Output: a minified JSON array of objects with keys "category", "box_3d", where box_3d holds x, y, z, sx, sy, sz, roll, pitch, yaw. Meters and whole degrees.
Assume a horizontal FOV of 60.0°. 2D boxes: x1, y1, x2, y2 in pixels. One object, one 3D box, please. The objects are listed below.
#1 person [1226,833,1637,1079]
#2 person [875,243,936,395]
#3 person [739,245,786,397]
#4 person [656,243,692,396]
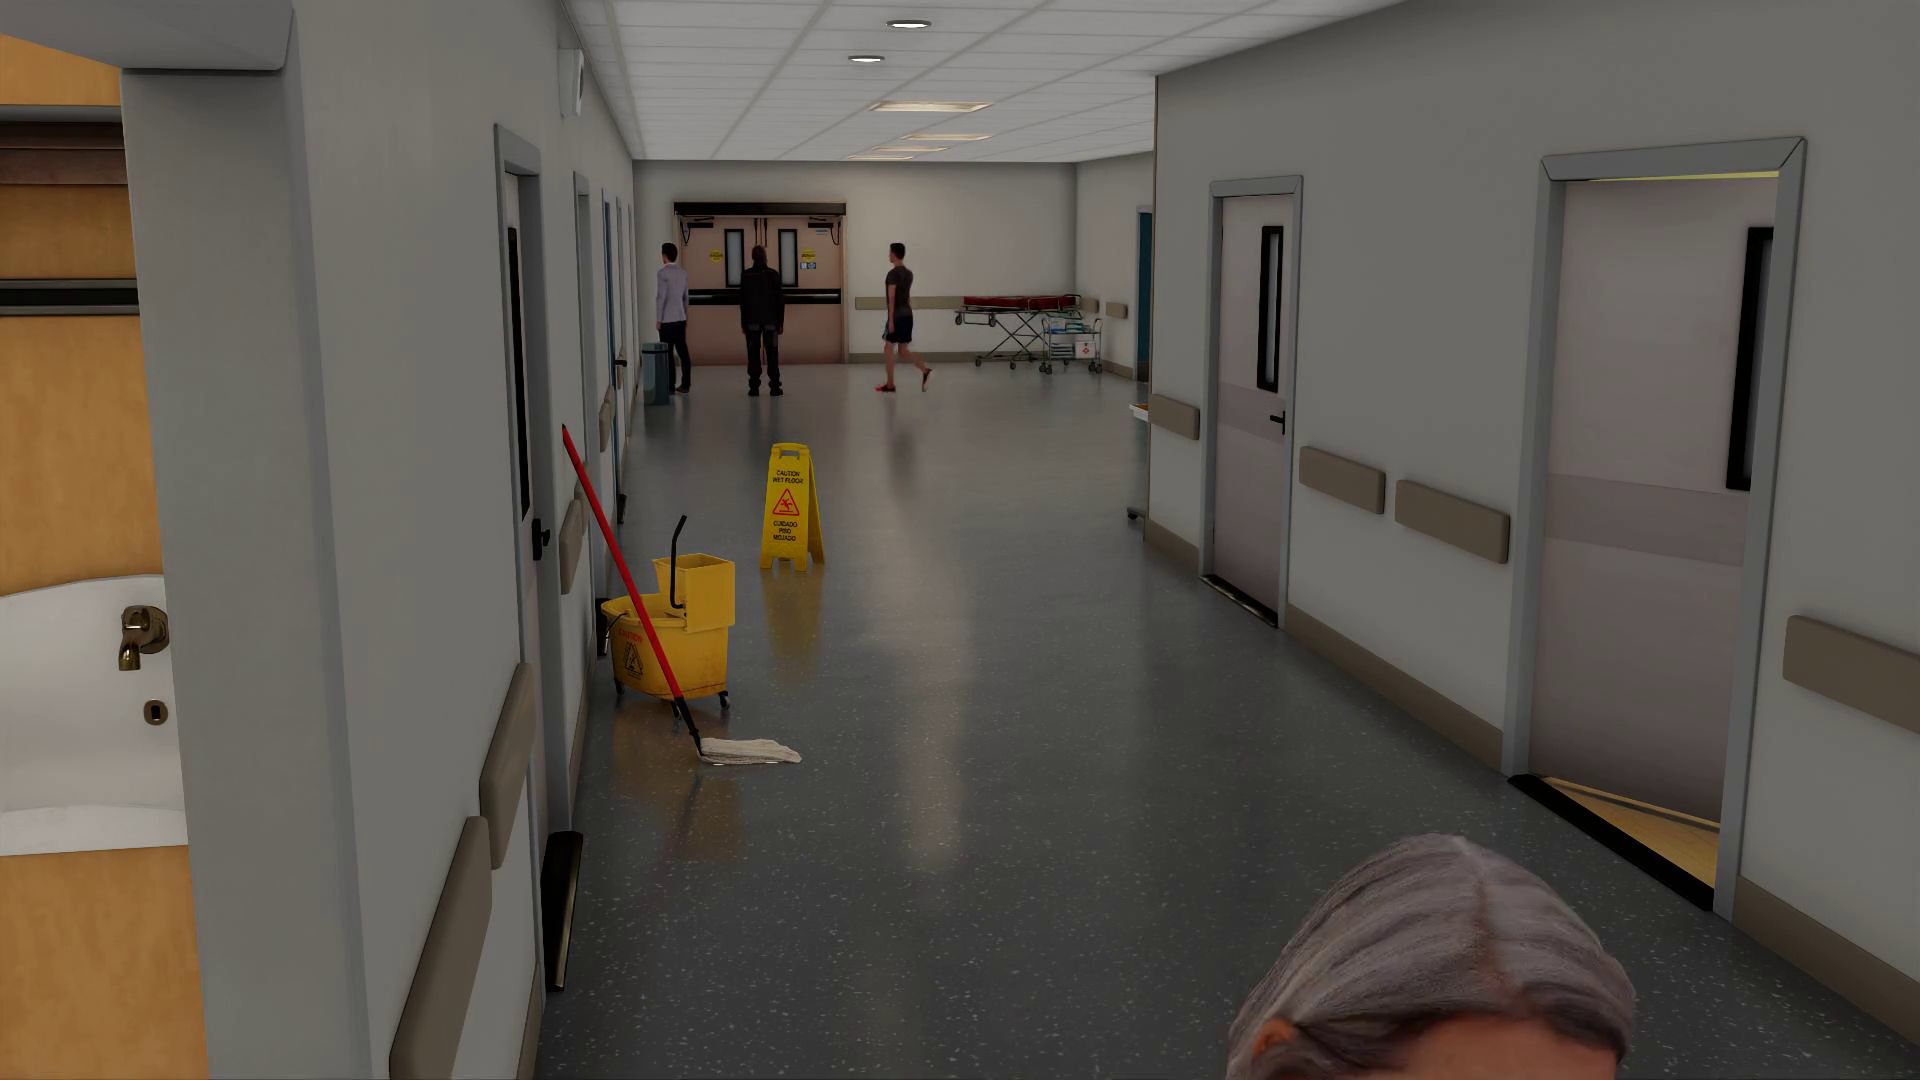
[{"category":"person","box_3d":[0.214,1.008,1.194,0.823,1.704,1.149,1,11,8]},{"category":"person","box_3d":[-0.662,-2.664,20.205,1.101,1.830,1.072,6,12,29]},{"category":"person","box_3d":[-2.423,-2.677,20.295,0.730,1.823,0.634,0,11,-2]},{"category":"person","box_3d":[-3.549,-2.735,20.537,0.803,1.846,0.731,7,13,32]}]
